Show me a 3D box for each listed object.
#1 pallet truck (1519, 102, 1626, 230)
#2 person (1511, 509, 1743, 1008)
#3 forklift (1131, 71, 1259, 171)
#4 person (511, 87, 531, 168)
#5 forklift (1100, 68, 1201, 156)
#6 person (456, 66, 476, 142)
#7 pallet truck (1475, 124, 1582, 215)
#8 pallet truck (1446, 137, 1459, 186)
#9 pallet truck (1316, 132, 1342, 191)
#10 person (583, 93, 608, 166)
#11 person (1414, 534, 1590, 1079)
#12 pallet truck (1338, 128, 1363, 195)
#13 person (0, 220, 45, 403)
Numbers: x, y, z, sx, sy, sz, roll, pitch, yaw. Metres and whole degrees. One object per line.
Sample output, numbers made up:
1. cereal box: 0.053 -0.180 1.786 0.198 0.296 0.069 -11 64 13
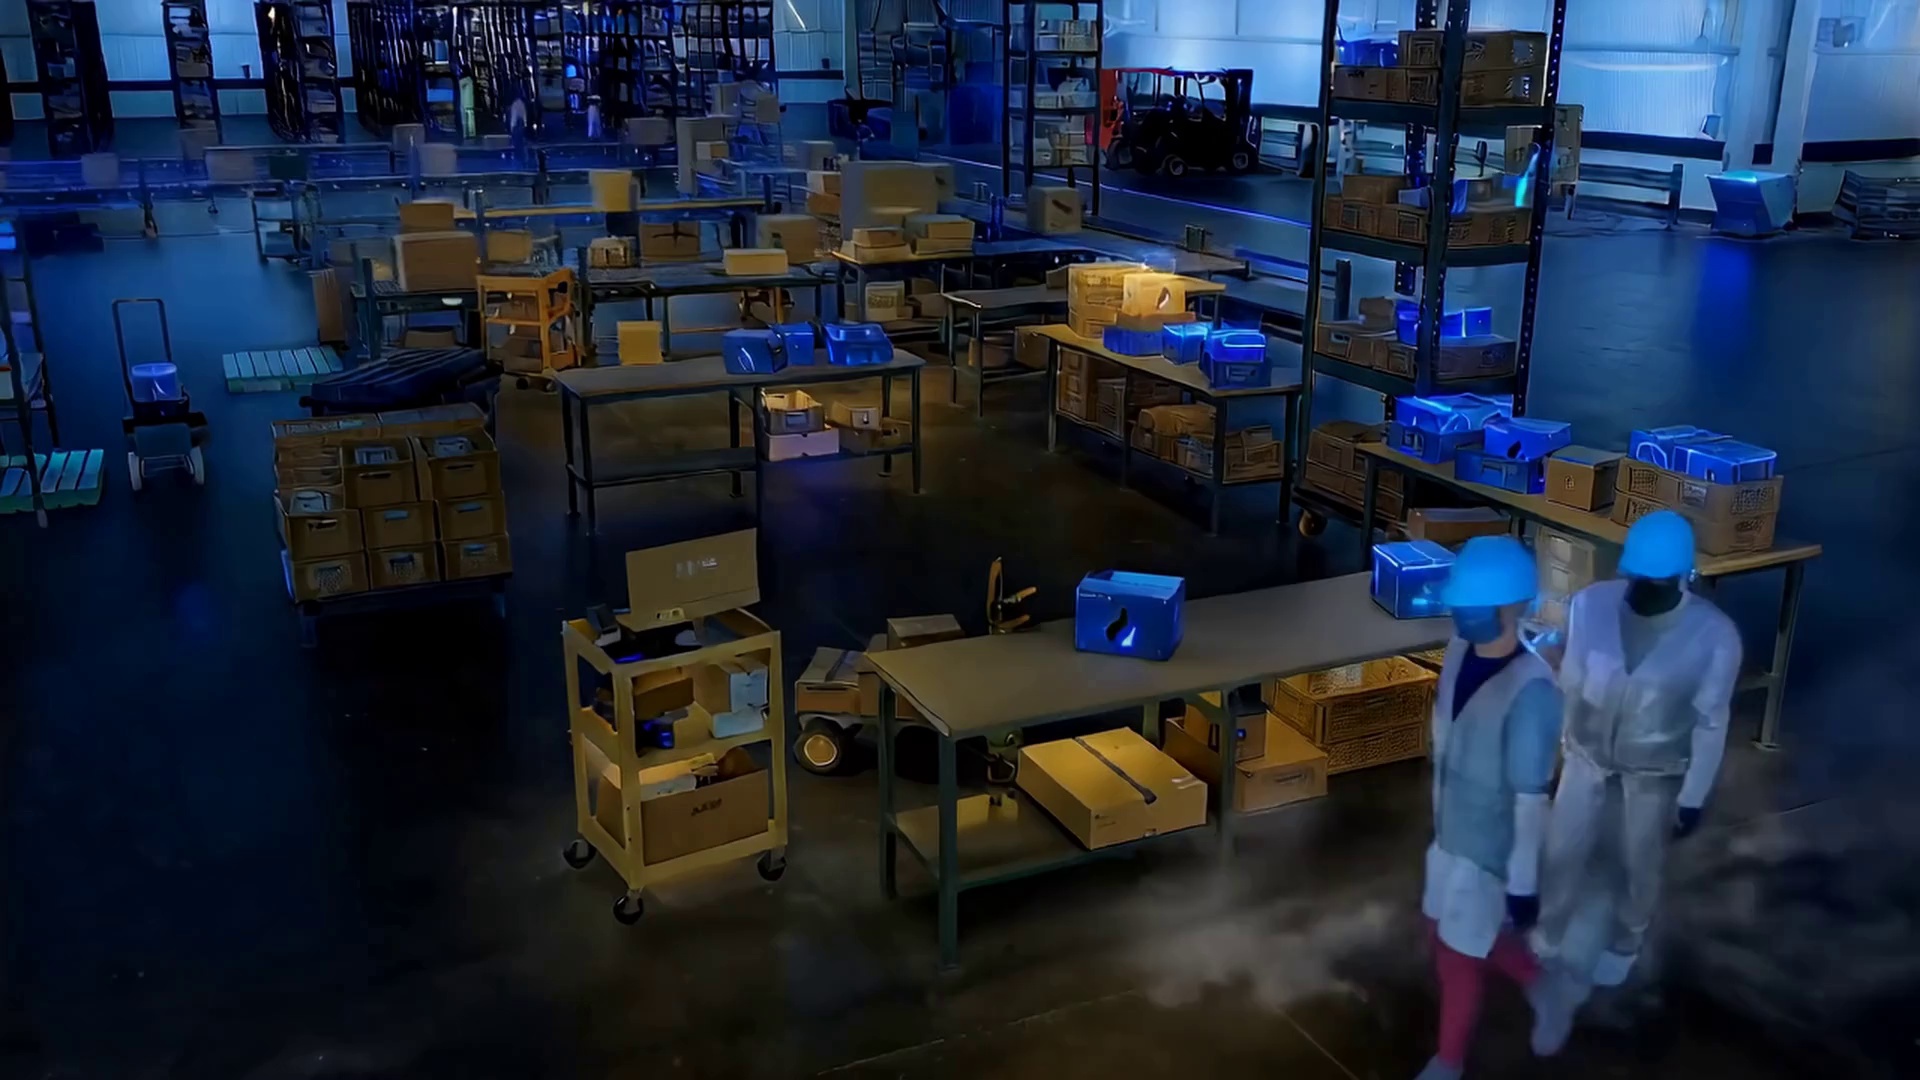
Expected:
1. pallet truck: 9.972 -6.037 26.785 1.885 1.965 0.823 -9 20 -25
2. person: 2.237 0.778 5.625 0.598 1.803 0.724 13 22 36
3. forklift: 4.998 -8.936 35.413 2.680 1.987 1.157 -9 20 -25
4. person: -9.415 -8.785 35.715 0.451 1.826 0.587 -5 18 -16
5. forklift: 4.082 -9.564 37.410 2.680 1.987 1.157 -8 19 -23
6. person: -13.248 -11.661 44.523 0.611 1.985 0.393 14 22 37
7. pallet truck: 9.707 -6.455 28.103 1.885 1.965 0.823 -7 19 -20
8. pallet truck: 9.184 -6.485 29.328 1.630 1.274 0.653 -8 19 -23
9. pallet truck: 7.723 -7.504 32.656 1.601 1.201 0.680 -8 19 -23
10. person: -7.655 -8.574 35.228 0.898 1.724 0.532 -5 18 -15
11. person: 1.676 0.888 5.119 0.720 1.919 0.549 -4 18 -12
12. pallet truck: 7.845 -7.140 31.411 1.522 1.261 0.704 -9 20 -25
13. person: -8.390 -1.984 14.631 0.501 1.624 0.432 3 18 10
